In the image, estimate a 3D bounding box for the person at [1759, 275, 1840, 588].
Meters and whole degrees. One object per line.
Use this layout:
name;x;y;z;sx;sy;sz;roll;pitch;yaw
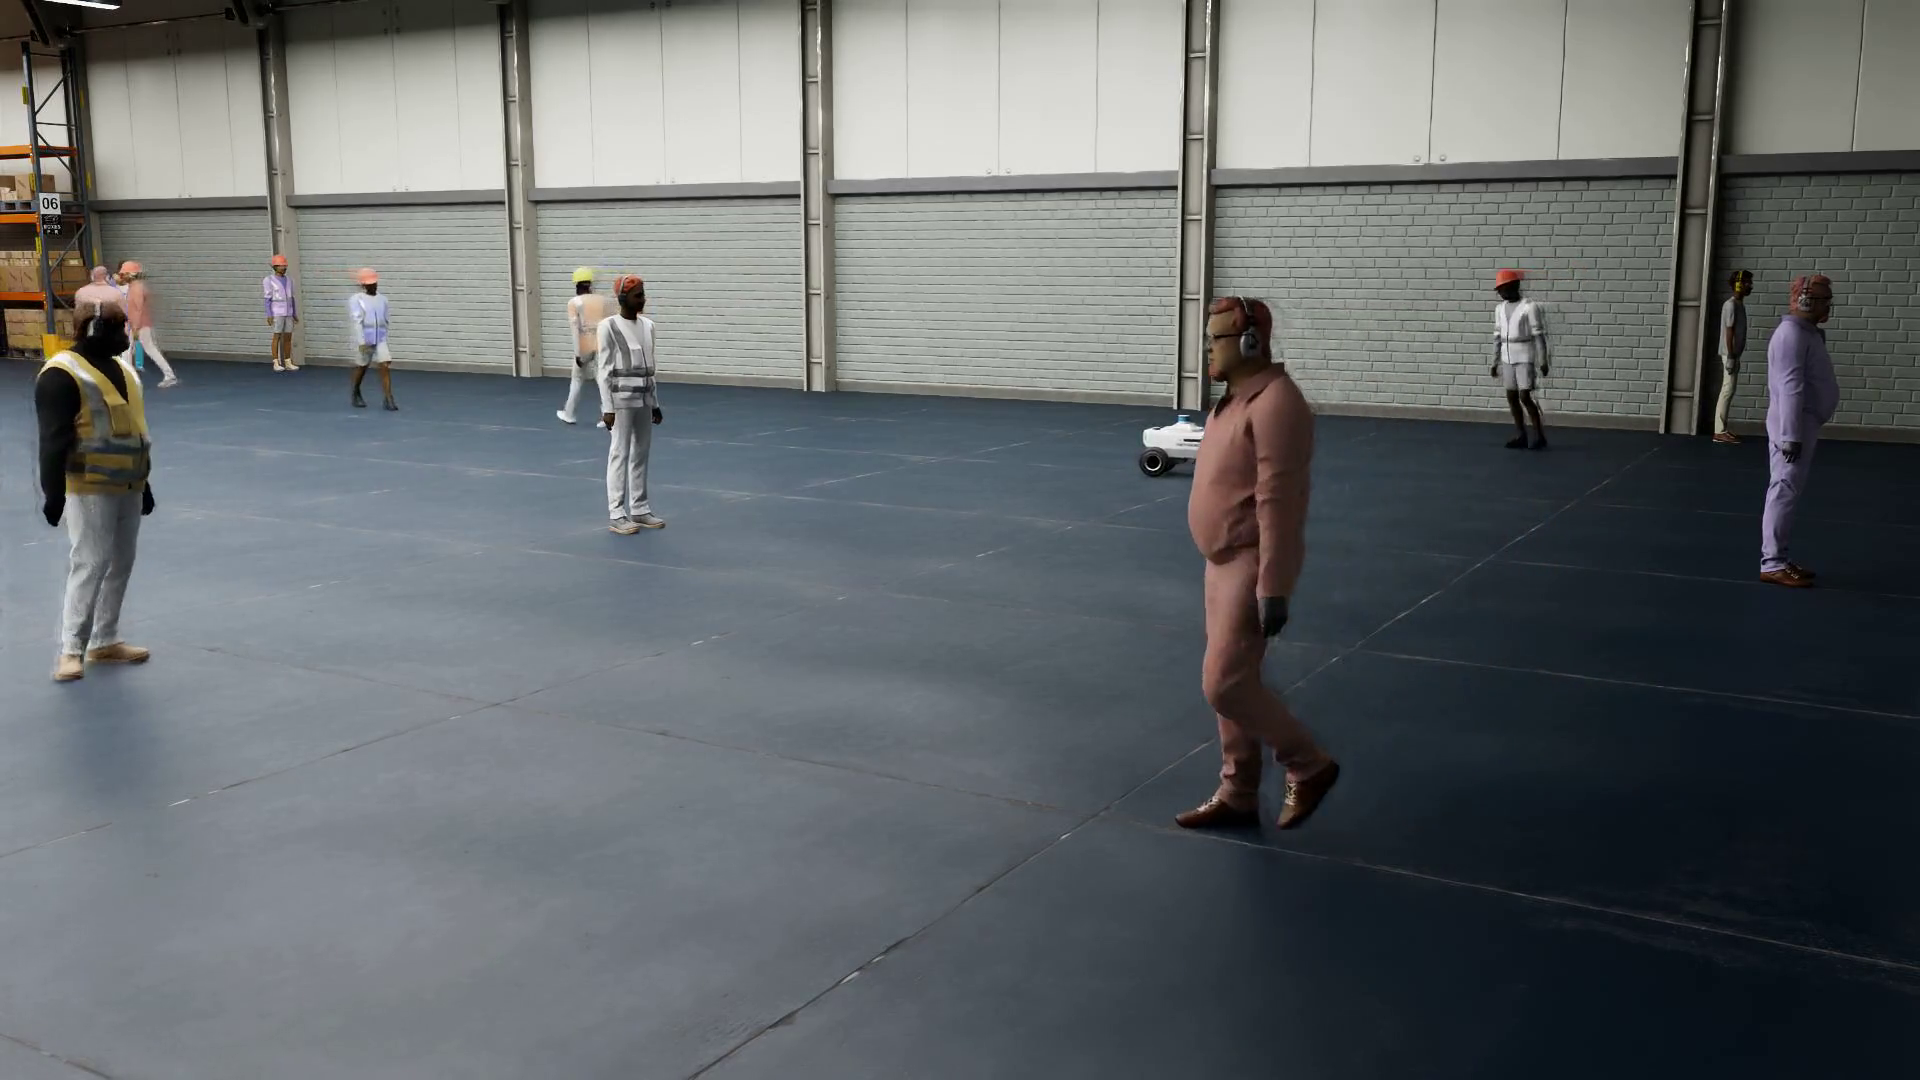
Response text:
person;5.187;-0.673;10.276;0.407;1.905;0.655;6;11;30

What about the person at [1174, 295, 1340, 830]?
person;1.004;0.105;5.758;0.463;1.889;0.670;-1;10;-8

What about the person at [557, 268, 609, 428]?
person;-4.439;-2.276;19.735;0.995;1.873;0.593;9;14;44

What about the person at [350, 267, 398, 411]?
person;-7.811;-2.654;21.982;0.542;1.896;1.002;-9;13;-43

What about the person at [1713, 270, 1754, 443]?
person;8.441;-1.994;18.126;0.313;1.866;0.538;6;11;30

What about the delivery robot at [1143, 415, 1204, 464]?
delivery robot;2.065;-0.911;15.341;0.707;0.478;0.477;3;10;18

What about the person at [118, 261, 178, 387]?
person;-12.537;-3.281;25.434;1.009;1.951;0.630;-8;12;-38

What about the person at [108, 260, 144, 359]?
person;-16.234;-4.473;32.430;0.357;1.937;0.638;6;11;30

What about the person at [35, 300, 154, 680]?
person;-4.201;-0.251;8.122;0.429;1.812;0.737;1;10;7

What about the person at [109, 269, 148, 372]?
person;-14.450;-3.809;28.950;0.675;1.808;0.386;-1;10;-9

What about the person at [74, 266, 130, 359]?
person;-11.803;-2.823;22.930;0.680;1.883;0.425;-2;10;-10

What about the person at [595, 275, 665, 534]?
person;-2.414;-0.995;12.227;0.342;1.880;0.587;6;11;30

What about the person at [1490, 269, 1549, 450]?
person;5.820;-1.885;17.410;0.505;1.889;0.575;-5;11;-28

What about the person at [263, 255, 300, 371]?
person;-11.924;-3.988;29.288;0.383;2.040;0.616;6;11;30
